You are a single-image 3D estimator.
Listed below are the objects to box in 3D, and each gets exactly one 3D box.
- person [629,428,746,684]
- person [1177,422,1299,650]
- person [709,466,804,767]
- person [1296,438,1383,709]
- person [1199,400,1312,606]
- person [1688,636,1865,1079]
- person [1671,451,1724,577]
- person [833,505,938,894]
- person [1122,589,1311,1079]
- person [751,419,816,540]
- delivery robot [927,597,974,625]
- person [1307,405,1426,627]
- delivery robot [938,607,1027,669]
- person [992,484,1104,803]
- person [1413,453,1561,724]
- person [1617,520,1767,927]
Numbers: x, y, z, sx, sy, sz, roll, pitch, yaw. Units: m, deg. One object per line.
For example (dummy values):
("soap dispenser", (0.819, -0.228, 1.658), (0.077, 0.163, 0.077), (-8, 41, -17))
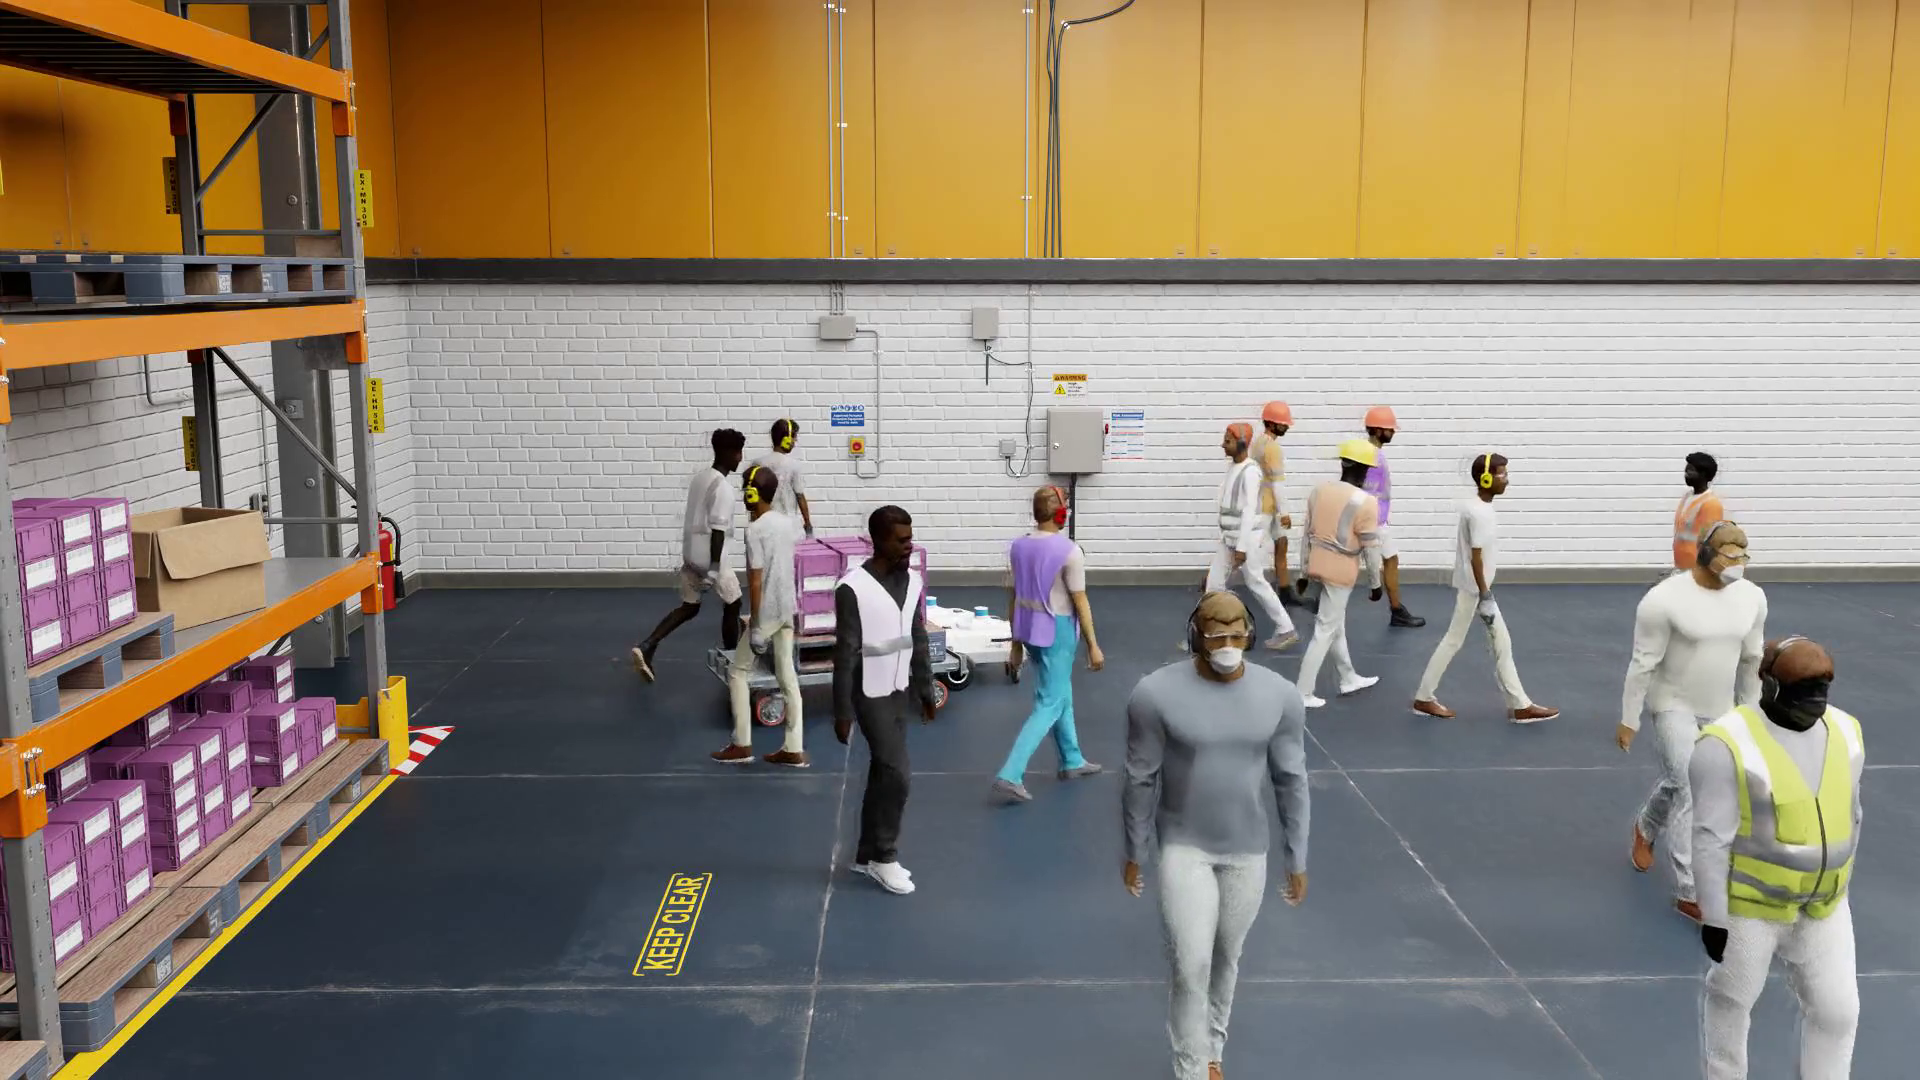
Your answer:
("person", (-1.936, 0.129, 12.092), (0.942, 1.904, 0.612), (-6, 11, -35))
("person", (2.264, -0.020, 13.174), (0.964, 1.844, 0.589), (-1, 9, -9))
("person", (-1.252, 0.470, 10.152), (0.721, 1.841, 0.513), (5, 11, 29))
("person", (2.655, 0.237, 11.497), (0.857, 1.874, 0.620), (-5, 10, -27))
("person", (2.654, -0.317, 14.861), (0.981, 1.895, 0.536), (0, 9, 1))
("person", (2.773, 1.236, 5.522), (0.665, 1.819, 0.735), (-1, 9, -9))
("person", (5.609, 0.174, 12.519), (0.661, 1.665, 0.540), (1, 9, 3))
("person", (-0.312, 0.775, 8.113), (0.623, 1.897, 0.621), (6, 11, 32))
("person", (0.925, 1.139, 5.817), (0.655, 1.914, 0.803), (-1, 9, -6))
("person", (-1.498, -0.062, 13.455), (0.513, 1.833, 0.821), (6, 11, 34))
("delivery robot", (-0.232, 0.671, 12.565), (0.707, 0.478, 0.477), (-6, 11, -35))
("person", (3.450, -0.200, 14.089), (0.963, 1.903, 0.543), (0, 9, 1))
("delivery robot", (0.156, 0.732, 12.191), (0.707, 0.478, 0.477), (-2, 9, -13))
("person", (0.508, 0.579, 9.585), (0.904, 1.811, 0.583), (-6, 11, -32))
("person", (3.506, 0.330, 11.079), (0.970, 1.815, 0.546), (5, 10, 26))
("person", (3.457, 0.807, 7.972), (0.670, 1.894, 0.968), (-2, 9, -11))
